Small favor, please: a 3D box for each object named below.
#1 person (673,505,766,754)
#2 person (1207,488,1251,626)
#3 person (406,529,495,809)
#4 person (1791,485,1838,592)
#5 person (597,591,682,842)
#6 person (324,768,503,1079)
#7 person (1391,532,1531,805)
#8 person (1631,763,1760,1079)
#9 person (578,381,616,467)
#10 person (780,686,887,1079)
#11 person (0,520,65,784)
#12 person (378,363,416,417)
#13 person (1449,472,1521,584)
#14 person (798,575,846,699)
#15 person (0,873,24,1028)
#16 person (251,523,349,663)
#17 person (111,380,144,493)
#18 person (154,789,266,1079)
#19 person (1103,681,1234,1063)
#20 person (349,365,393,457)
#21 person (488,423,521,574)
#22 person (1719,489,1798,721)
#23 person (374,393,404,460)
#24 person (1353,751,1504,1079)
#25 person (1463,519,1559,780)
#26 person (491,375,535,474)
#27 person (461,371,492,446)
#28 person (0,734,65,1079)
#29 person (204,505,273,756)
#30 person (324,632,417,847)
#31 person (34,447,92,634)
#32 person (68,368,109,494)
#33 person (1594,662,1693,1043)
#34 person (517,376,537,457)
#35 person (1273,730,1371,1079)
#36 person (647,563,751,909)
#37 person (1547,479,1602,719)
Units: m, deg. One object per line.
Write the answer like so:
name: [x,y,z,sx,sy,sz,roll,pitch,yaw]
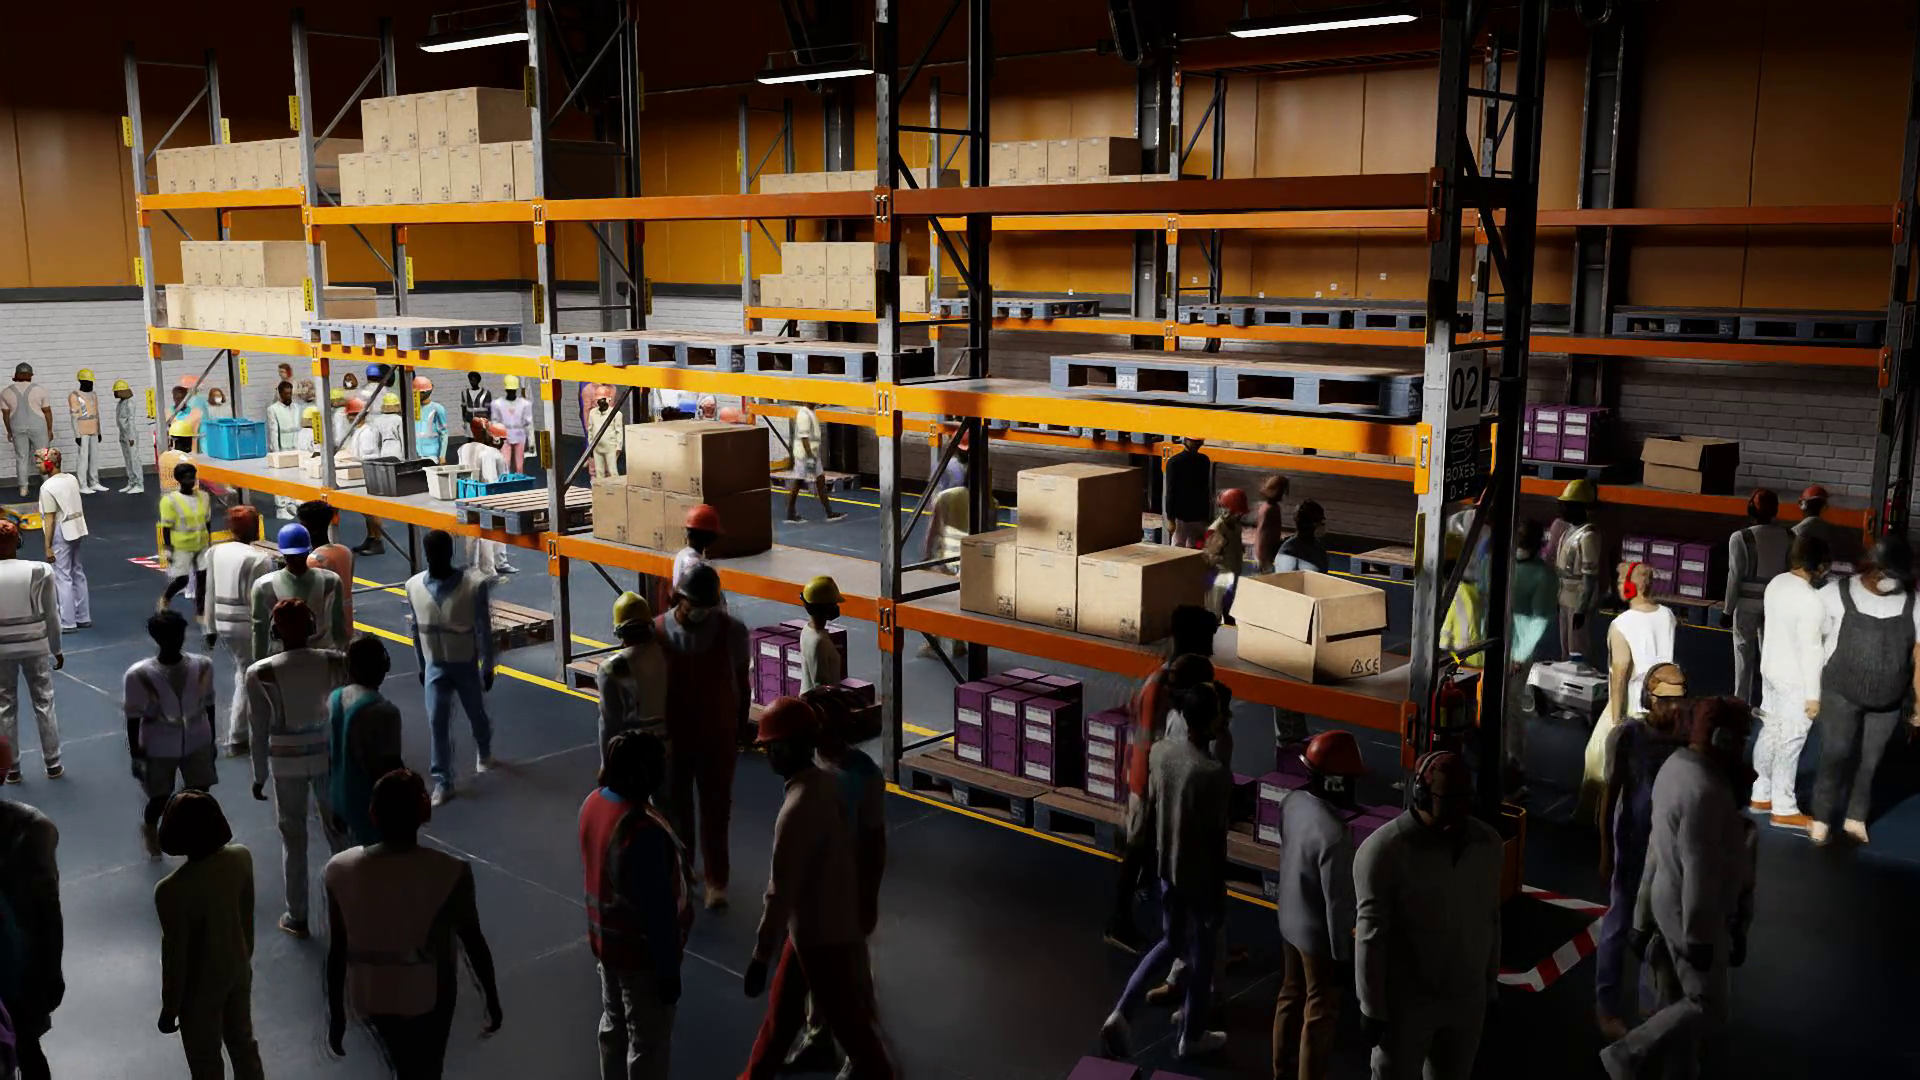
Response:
person: [-1.806,0.678,12.262,0.797,1.895,0.588,-4,11,-20]
person: [2.307,0.388,14.368,0.386,1.726,0.587,7,12,36]
person: [-3.507,0.820,11.568,0.603,1.878,0.993,0,10,1]
person: [7.328,0.387,14.415,0.616,1.717,0.555,-6,12,-31]
person: [-1.831,1.199,9.512,0.404,1.829,0.591,9,13,41]
person: [-2.102,1.761,6.465,0.608,1.774,1.014,1,10,7]
person: [3.415,0.887,11.178,0.933,1.887,0.596,6,12,30]
person: [3.185,1.733,7.136,0.562,1.600,0.507,-1,10,-7]
person: [-6.238,-2.244,28.381,0.684,2.000,0.538,3,11,17]
person: [-0.567,1.545,7.503,0.570,1.845,0.380,8,13,40]
person: [-6.636,0.791,11.703,0.581,1.879,0.365,-5,11,-27]
person: [-10.216,-2.550,30.110,0.679,2.000,0.537,-8,13,-38]
person: [4.336,0.395,13.754,0.644,1.938,0.478,5,11,26]
person: [-0.856,1.089,10.315,0.312,1.768,0.522,-2,10,-11]
person: [-3.915,1.749,6.387,0.620,1.838,0.430,-1,10,-7]
person: [-4.425,0.841,11.198,0.616,1.945,0.404,-6,12,-30]
person: [-12.786,-1.584,25.507,0.484,1.738,0.321,9,14,42]
person: [-3.030,1.791,6.707,0.280,1.636,0.500,3,10,15]
person: [1.000,1.540,7.559,0.657,1.841,0.538,-8,13,-38]
person: [-9.215,-1.778,26.068,0.637,1.918,0.645,9,13,40]
person: [-5.343,-0.482,19.249,0.333,1.745,0.559,-8,13,-37]
person: [6.290,0.531,13.131,0.584,1.882,0.337,-2,10,-10]
person: [-7.879,-1.170,23.142,0.483,1.745,0.305,2,10,12]
person: [1.798,1.726,6.314,0.642,1.909,0.409,-4,11,-21]
person: [3.803,0.777,11.734,0.524,1.902,0.694,-6,11,-29]
person: [-6.489,-1.436,24.183,0.607,1.900,0.726,-3,11,-18]
person: [-8.114,-1.993,27.927,0.540,1.696,0.317,0,10,3]
person: [-3.880,1.660,6.698,0.646,1.913,0.520,2,10,10]
person: [-5.309,0.658,12.467,0.586,1.862,0.670,4,11,23]
person: [-2.986,1.377,8.545,0.530,1.813,0.496,7,12,36]
person: [-8.745,0.008,16.233,0.395,1.836,0.561,0,10,-1]
person: [-13.357,-1.669,25.487,0.400,1.918,0.592,1,10,8]
person: [3.289,1.476,7.910,0.524,1.842,0.326,-2,10,-10]
person: [-7.822,-2.420,29.906,0.348,1.858,0.508,-2,10,-9]
person: [1.559,1.660,7.152,0.343,1.744,0.560,-2,10,-14]
person: [-1.538,1.093,9.513,0.709,2.000,1.007,-2,10,-9]
person: [4.923,0.471,13.344,0.361,1.930,0.588,1,10,4]
